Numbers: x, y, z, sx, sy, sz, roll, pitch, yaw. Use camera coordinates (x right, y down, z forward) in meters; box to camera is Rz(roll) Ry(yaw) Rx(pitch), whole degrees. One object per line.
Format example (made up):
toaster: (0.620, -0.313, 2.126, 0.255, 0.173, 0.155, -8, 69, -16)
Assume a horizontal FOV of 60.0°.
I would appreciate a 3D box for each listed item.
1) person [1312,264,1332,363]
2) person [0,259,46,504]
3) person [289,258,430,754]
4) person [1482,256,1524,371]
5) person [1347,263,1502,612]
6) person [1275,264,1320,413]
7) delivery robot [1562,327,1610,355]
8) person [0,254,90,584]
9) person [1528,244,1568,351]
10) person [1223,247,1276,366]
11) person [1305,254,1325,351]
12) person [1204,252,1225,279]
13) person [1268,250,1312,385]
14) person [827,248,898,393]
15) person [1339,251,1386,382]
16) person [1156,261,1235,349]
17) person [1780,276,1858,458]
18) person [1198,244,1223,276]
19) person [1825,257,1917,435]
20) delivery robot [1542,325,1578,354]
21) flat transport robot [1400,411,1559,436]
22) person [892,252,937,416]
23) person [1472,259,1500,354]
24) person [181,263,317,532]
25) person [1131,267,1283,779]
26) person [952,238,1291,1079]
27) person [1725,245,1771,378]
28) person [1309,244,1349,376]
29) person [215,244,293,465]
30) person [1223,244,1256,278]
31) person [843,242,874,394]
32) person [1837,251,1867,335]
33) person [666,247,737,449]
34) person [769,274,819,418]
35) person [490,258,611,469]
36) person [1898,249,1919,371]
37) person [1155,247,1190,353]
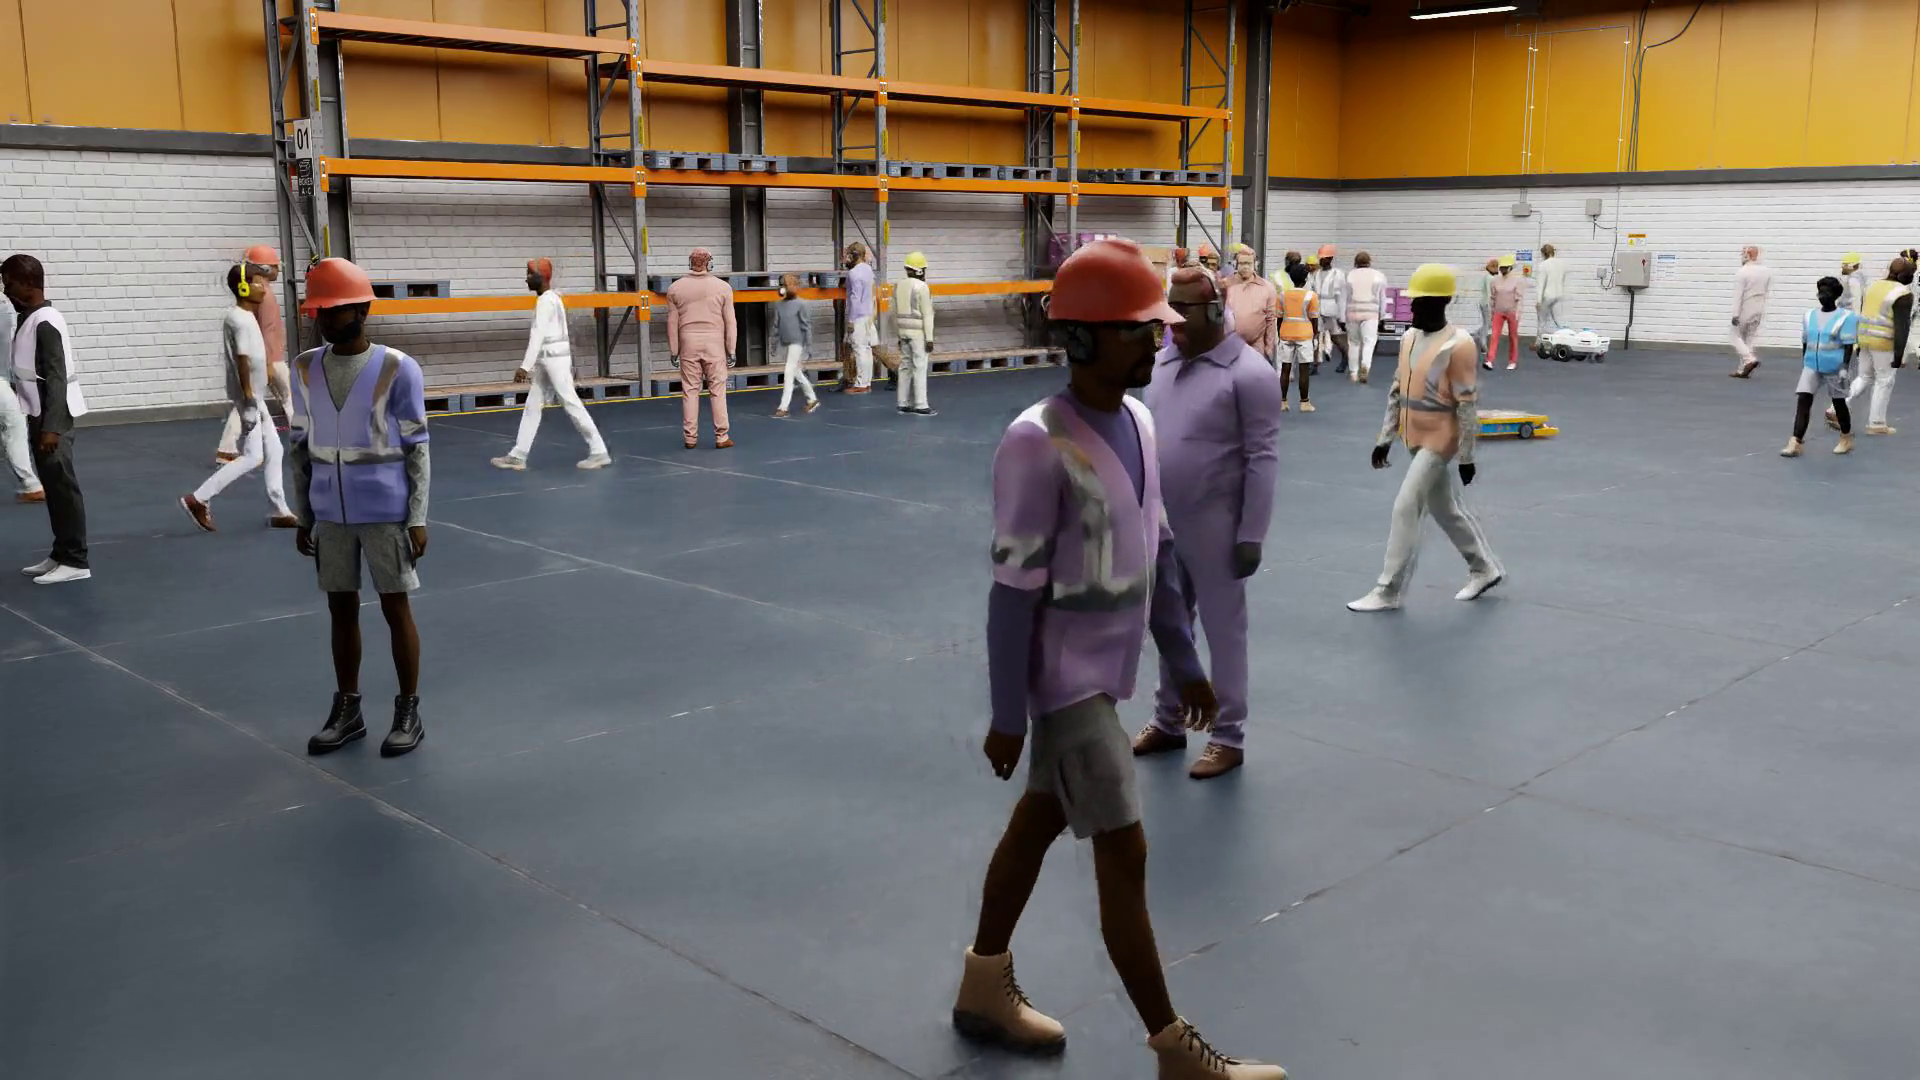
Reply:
person: (5.754, -3.614, 26.362, 0.539, 1.623, 0.372, 1, 10, 6)
person: (-7.349, -1.196, 12.475, 0.983, 1.904, 0.645, -2, 11, -13)
person: (-2.335, -0.115, 6.451, 0.549, 1.936, 0.376, 1, 10, 8)
person: (8.144, -3.378, 24.855, 0.532, 1.714, 0.927, 7, 13, 35)
person: (2.596, -0.557, 9.030, 0.970, 1.886, 0.592, -3, 11, -14)
person: (3.860, -2.302, 19.038, 0.535, 1.697, 0.318, 7, 12, 33)
delivery robot: (9.973, -3.148, 26.507, 0.477, 0.478, 0.707, -7, 12, -33)
person: (-5.344, -0.707, 9.751, 0.392, 1.912, 0.587, -8, 13, -36)
person: (10.202, -4.147, 28.625, 0.650, 1.884, 0.971, -4, 11, -20)
person: (2.686, -1.823, 15.856, 0.639, 1.908, 0.409, 1, 10, 4)
person: (6.100, -4.073, 28.653, 0.502, 1.712, 0.779, 7, 12, 33)
person: (3.210, -2.776, 21.318, 0.521, 1.816, 0.915, 4, 11, 20)
person: (4.468, -3.013, 22.596, 0.664, 1.824, 0.520, -2, 11, -11)
person: (-1.205, -2.838, 21.472, 1.003, 1.889, 0.559, -5, 11, -25)
person: (5.530, -3.068, 22.889, 0.625, 1.816, 0.794, 3, 11, 17)
person: (1.622, -1.012, 11.592, 0.567, 1.844, 0.375, 5, 11, 23)
person: (7.949, -1.586, 15.246, 0.875, 1.654, 0.537, -7, 12, -33)
person: (3.484, -3.290, 23.896, 0.556, 1.905, 0.944, 6, 12, 28)
person: (9.249, -1.948, 16.822, 0.611, 1.817, 0.671, -1, 10, -7)
delivery robot: (9.865, -3.253, 27.083, 0.707, 0.478, 0.477, -2, 10, -10)
flat transport robot: (5.222, -1.162, 16.711, 1.431, 0.197, 0.652, -4, 11, -19)
person: (-0.511, -2.298, 18.680, 0.446, 1.833, 0.601, -9, 14, -40)
person: (9.013, -4.000, 28.508, 0.449, 1.618, 0.559, 4, 11, 20)
person: (-4.892, -0.957, 11.323, 0.763, 1.847, 0.514, -4, 11, -18)
person: (0.876, -0.066, 6.269, 0.403, 1.906, 0.651, -9, 14, -40)
person: (0.376, 0.320, 3.882, 1.016, 2.000, 0.606, 5, 12, 27)
person: (11.143, -3.216, 23.506, 0.644, 1.893, 0.472, -5, 11, -25)
person: (5.379, -3.325, 24.084, 0.898, 1.897, 0.552, -8, 13, -39)
person: (-6.106, -1.607, 14.582, 1.015, 1.947, 0.633, -9, 14, -40)
person: (4.454, -3.762, 26.510, 0.608, 1.871, 0.983, 7, 13, 34)
person: (-1.297, -2.828, 21.243, 0.372, 1.940, 0.632, 2, 11, 12)
person: (13.302, -3.377, 24.657, 0.924, 1.792, 0.572, 8, 13, 38)
person: (-2.438, -1.813, 15.799, 0.652, 1.906, 0.402, 0, 10, 1)
person: (-1.865, -2.195, 18.744, 0.516, 1.595, 0.846, 9, 14, 41)
person: (-3.528, -1.505, 14.364, 1.025, 1.834, 0.585, -3, 11, -14)
person: (14.345, -3.460, 25.023, 0.535, 1.832, 0.801, -4, 11, -21)
person: (2.979, -3.147, 23.223, 0.688, 1.859, 0.578, -5, 11, -24)
